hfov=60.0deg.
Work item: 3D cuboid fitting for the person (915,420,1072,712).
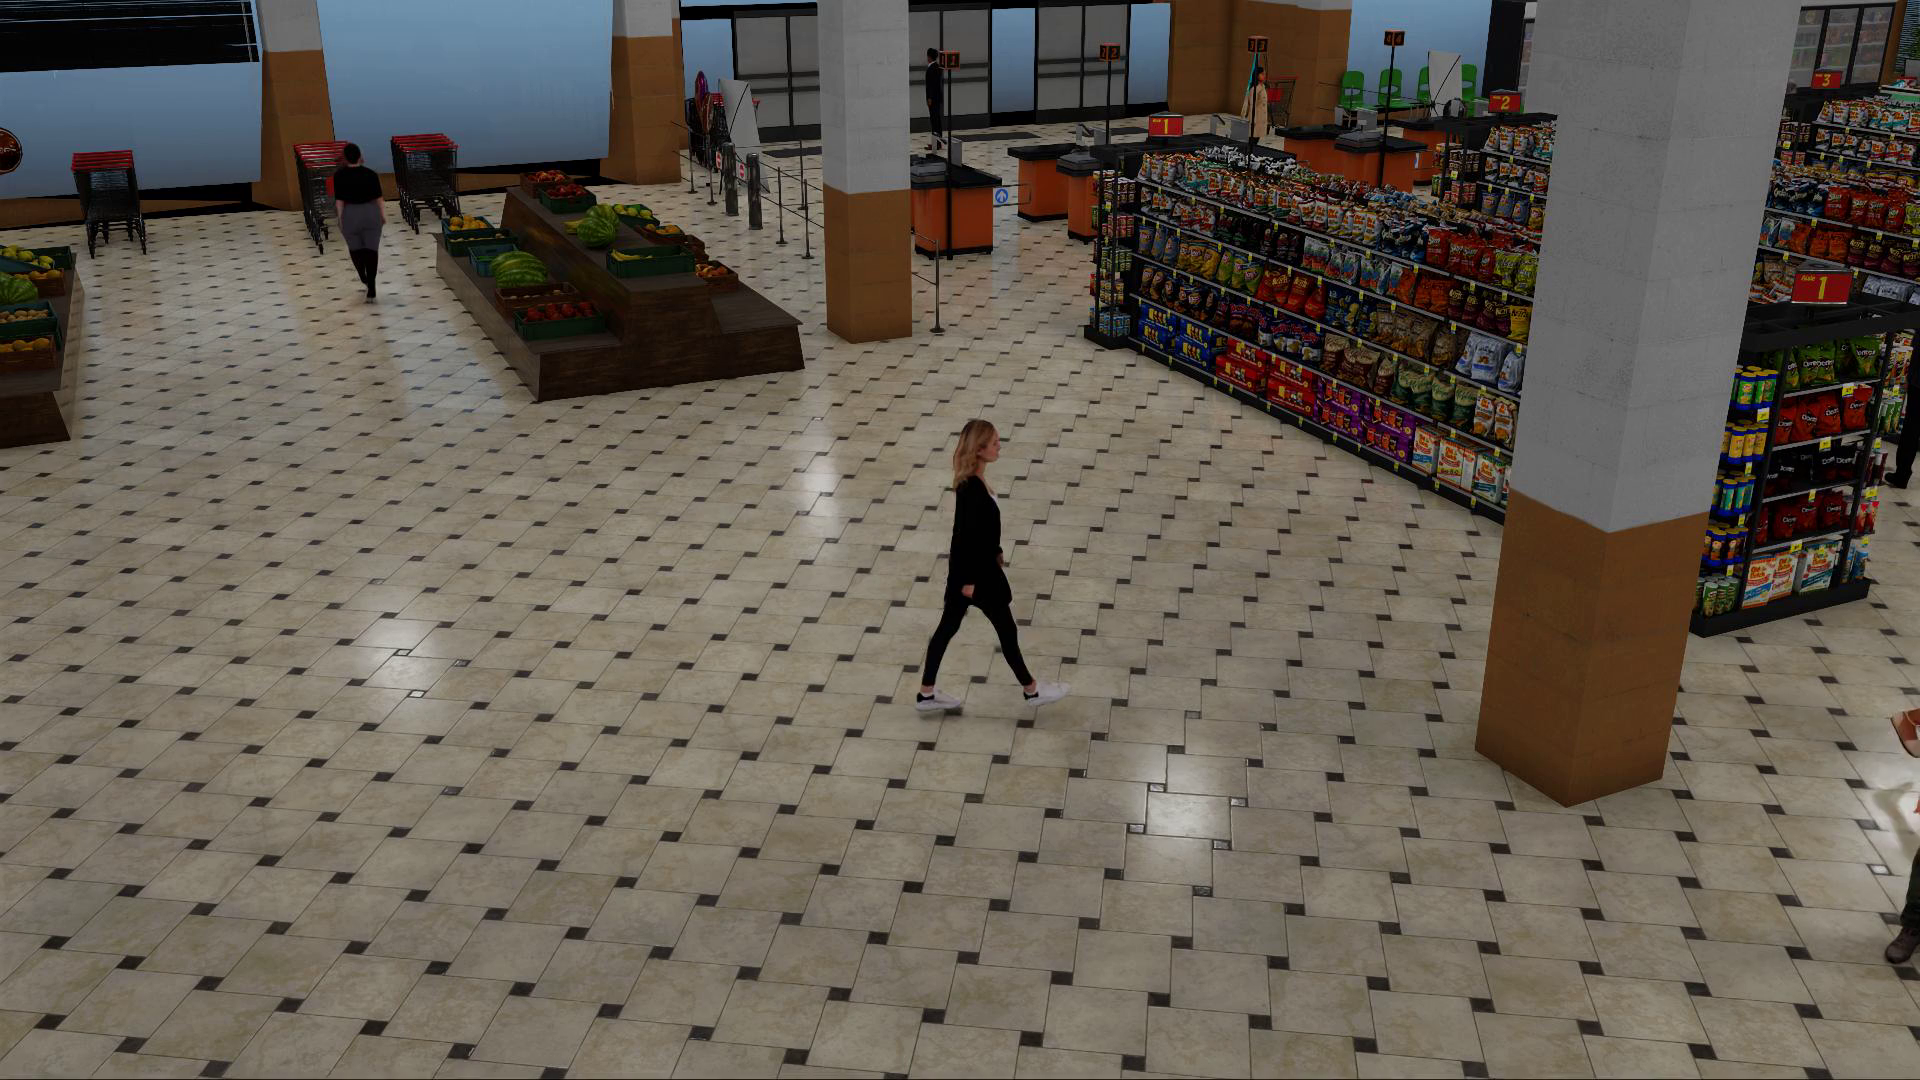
[{"bbox_3d":[-0.022,0.207,9.369,0.937,1.754,1.142,-3,22,-6],"label":"person"}]

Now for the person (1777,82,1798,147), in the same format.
[{"bbox_3d":[11.637,-5.566,23.635,0.812,1.829,0.618,-18,28,-38],"label":"person"}]

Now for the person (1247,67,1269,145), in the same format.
[{"bbox_3d":[4.768,-6.761,26.808,0.743,1.681,0.719,11,24,25],"label":"person"}]

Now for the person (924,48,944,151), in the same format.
[{"bbox_3d":[-0.441,-7.728,29.158,0.768,1.723,0.695,6,23,16],"label":"person"}]

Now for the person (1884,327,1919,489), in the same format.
[{"bbox_3d":[7.654,-1.293,12.986,0.802,1.842,0.831,5,22,12],"label":"person"}]

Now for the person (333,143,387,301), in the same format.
[{"bbox_3d":[-6.747,-3.541,18.769,0.759,1.701,1.134,-7,23,-16],"label":"person"}]
